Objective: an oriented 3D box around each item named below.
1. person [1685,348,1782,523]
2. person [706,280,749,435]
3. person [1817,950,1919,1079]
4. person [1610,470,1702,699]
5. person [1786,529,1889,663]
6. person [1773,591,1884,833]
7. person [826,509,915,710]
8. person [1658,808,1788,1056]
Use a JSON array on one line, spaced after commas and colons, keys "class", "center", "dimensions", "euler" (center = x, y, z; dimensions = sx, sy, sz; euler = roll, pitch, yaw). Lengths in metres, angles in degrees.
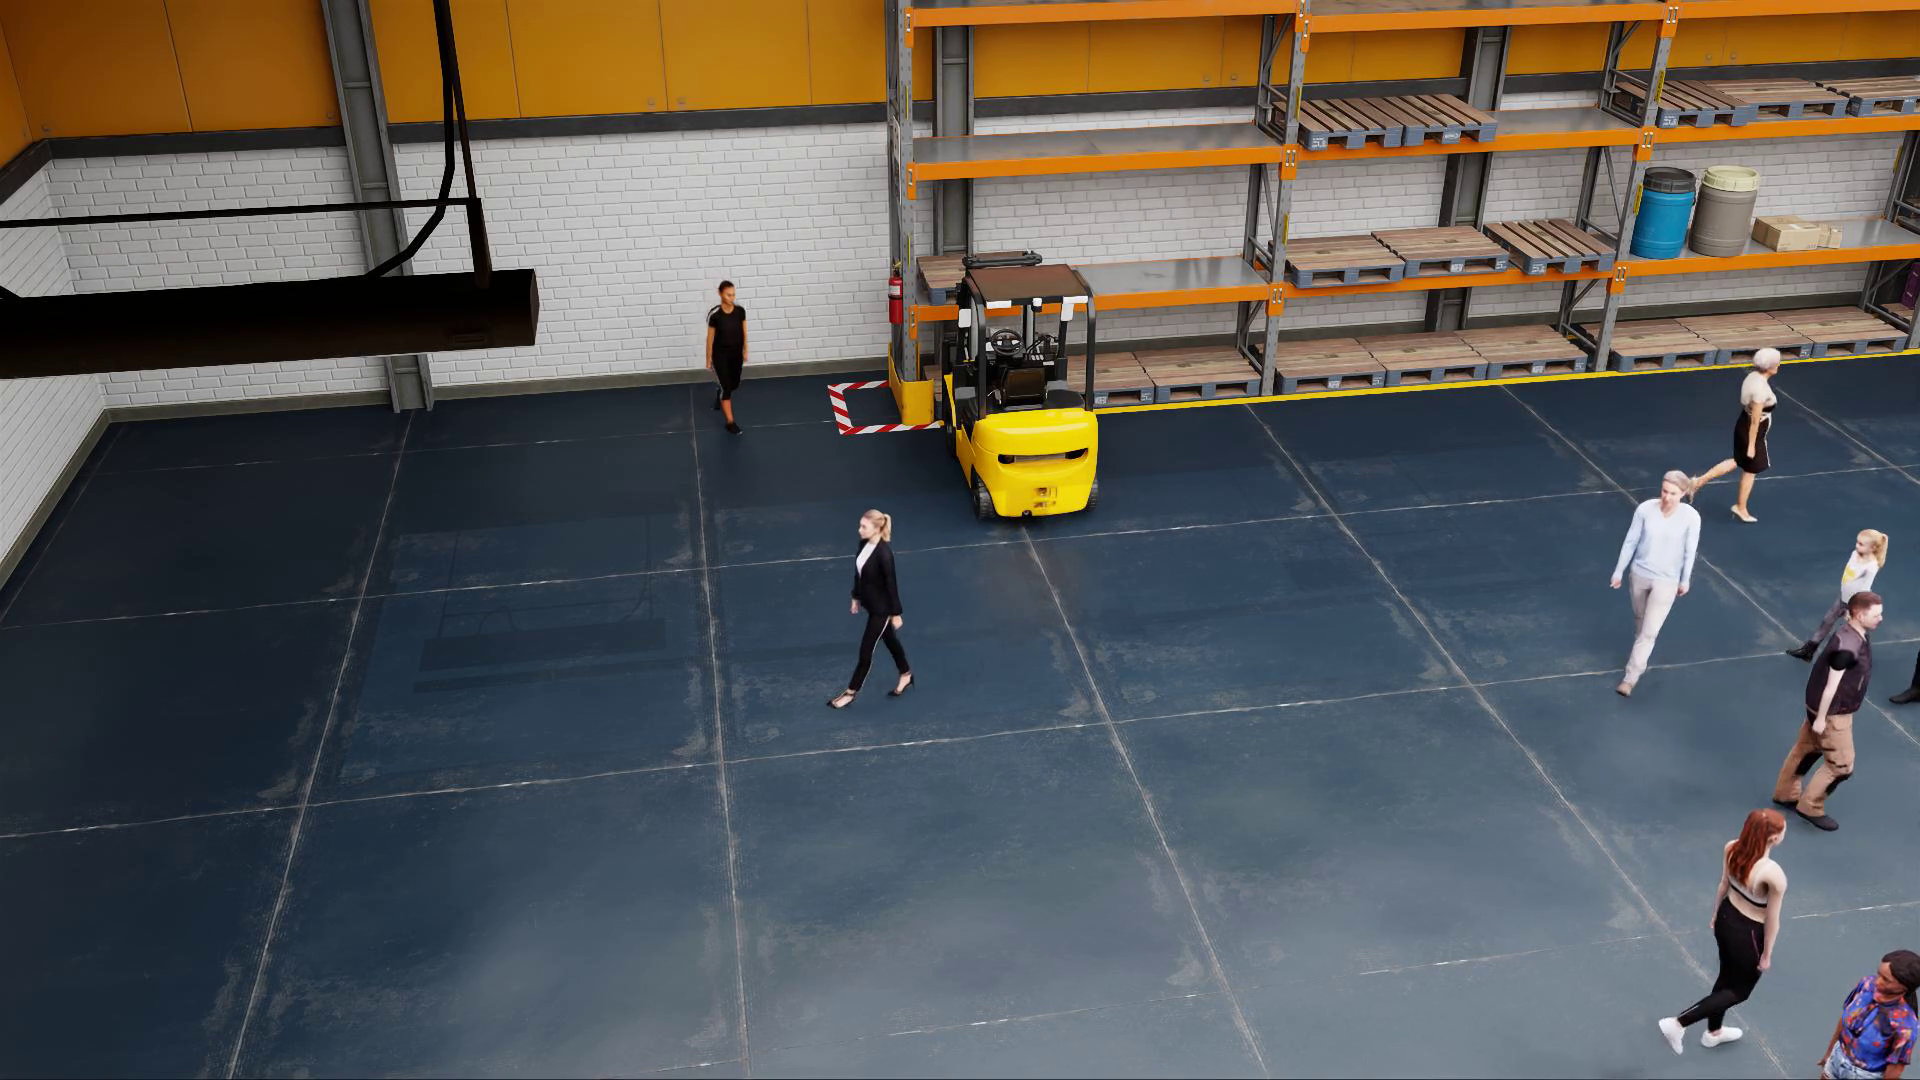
[{"class": "person", "center": [7.256, -0.969, 15.500], "dimensions": [1.036, 1.737, 0.842], "euler": [6, 29, 12]}, {"class": "person", "center": [-2.480, -1.955, 17.407], "dimensions": [0.978, 1.641, 0.909], "euler": [-15, 32, -26]}, {"class": "person", "center": [4.649, 2.789, 8.598], "dimensions": [0.501, 1.749, 0.579], "euler": [-4, 29, -8]}, {"class": "person", "center": [5.488, 0.283, 13.101], "dimensions": [1.191, 1.837, 1.288], "euler": [21, 35, 33]}, {"class": "person", "center": [7.230, 0.489, 13.327], "dimensions": [0.829, 1.258, 0.564], "euler": [-2, 29, -3]}, {"class": "person", "center": [5.952, 1.131, 11.560], "dimensions": [0.899, 1.823, 0.844], "euler": [17, 33, 28]}, {"class": "person", "center": [-0.550, 0.524, 12.834], "dimensions": [1.095, 1.669, 0.844], "euler": [-14, 32, -24]}, {"class": "person", "center": [4.392, 2.293, 9.526], "dimensions": [0.901, 1.730, 0.644], "euler": [-8, 30, -14]}]
